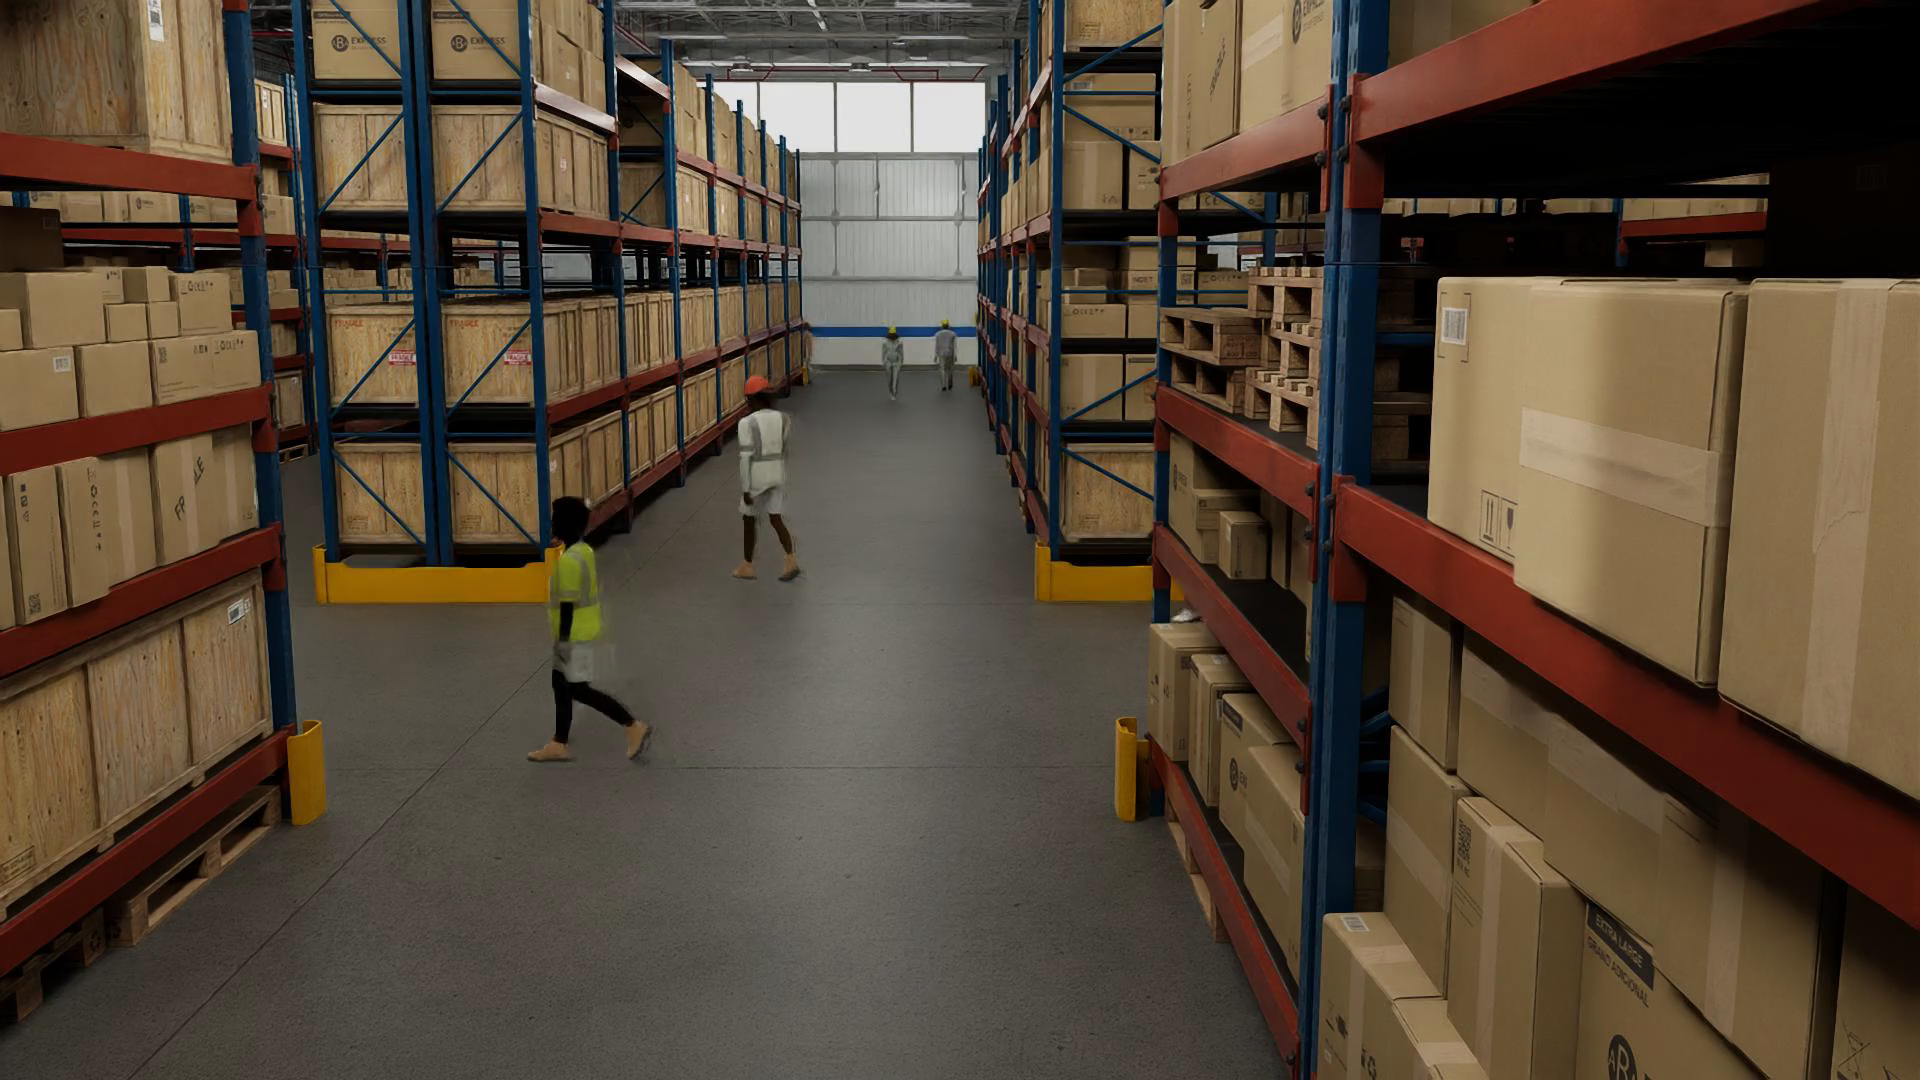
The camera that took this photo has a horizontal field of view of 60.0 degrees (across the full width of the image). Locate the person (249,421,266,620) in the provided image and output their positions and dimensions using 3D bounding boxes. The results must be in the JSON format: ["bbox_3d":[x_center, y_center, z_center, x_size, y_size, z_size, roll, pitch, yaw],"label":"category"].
[{"bbox_3d":[-6.149,-0.208,14.344,0.460,1.826,0.590,0,9,-1],"label":"person"}]

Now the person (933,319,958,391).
[{"bbox_3d":[-0.361,-4.612,41.532,0.605,1.770,0.952,0,9,1],"label":"person"}]

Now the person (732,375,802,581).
[{"bbox_3d":[-1.881,-0.587,16.100,0.623,2.018,0.773,-8,12,-41],"label":"person"}]

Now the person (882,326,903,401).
[{"bbox_3d":[-1.553,-4.108,38.620,0.487,1.714,0.843,1,9,4],"label":"person"}]

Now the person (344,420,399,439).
[{"bbox_3d":[-7.235,-1.252,20.499,0.650,1.851,0.798,-2,9,-9],"label":"person"}]

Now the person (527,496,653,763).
[{"bbox_3d":[-2.273,0.558,10.125,0.739,1.669,0.534,-1,9,-4],"label":"person"}]

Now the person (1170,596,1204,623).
[{"bbox_3d":[1.990,-0.218,14.236,0.656,1.880,0.660,-1,9,-4],"label":"person"}]

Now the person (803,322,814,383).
[{"bbox_3d":[-4.077,-4.963,44.101,0.380,1.620,0.546,2,10,14],"label":"person"}]
